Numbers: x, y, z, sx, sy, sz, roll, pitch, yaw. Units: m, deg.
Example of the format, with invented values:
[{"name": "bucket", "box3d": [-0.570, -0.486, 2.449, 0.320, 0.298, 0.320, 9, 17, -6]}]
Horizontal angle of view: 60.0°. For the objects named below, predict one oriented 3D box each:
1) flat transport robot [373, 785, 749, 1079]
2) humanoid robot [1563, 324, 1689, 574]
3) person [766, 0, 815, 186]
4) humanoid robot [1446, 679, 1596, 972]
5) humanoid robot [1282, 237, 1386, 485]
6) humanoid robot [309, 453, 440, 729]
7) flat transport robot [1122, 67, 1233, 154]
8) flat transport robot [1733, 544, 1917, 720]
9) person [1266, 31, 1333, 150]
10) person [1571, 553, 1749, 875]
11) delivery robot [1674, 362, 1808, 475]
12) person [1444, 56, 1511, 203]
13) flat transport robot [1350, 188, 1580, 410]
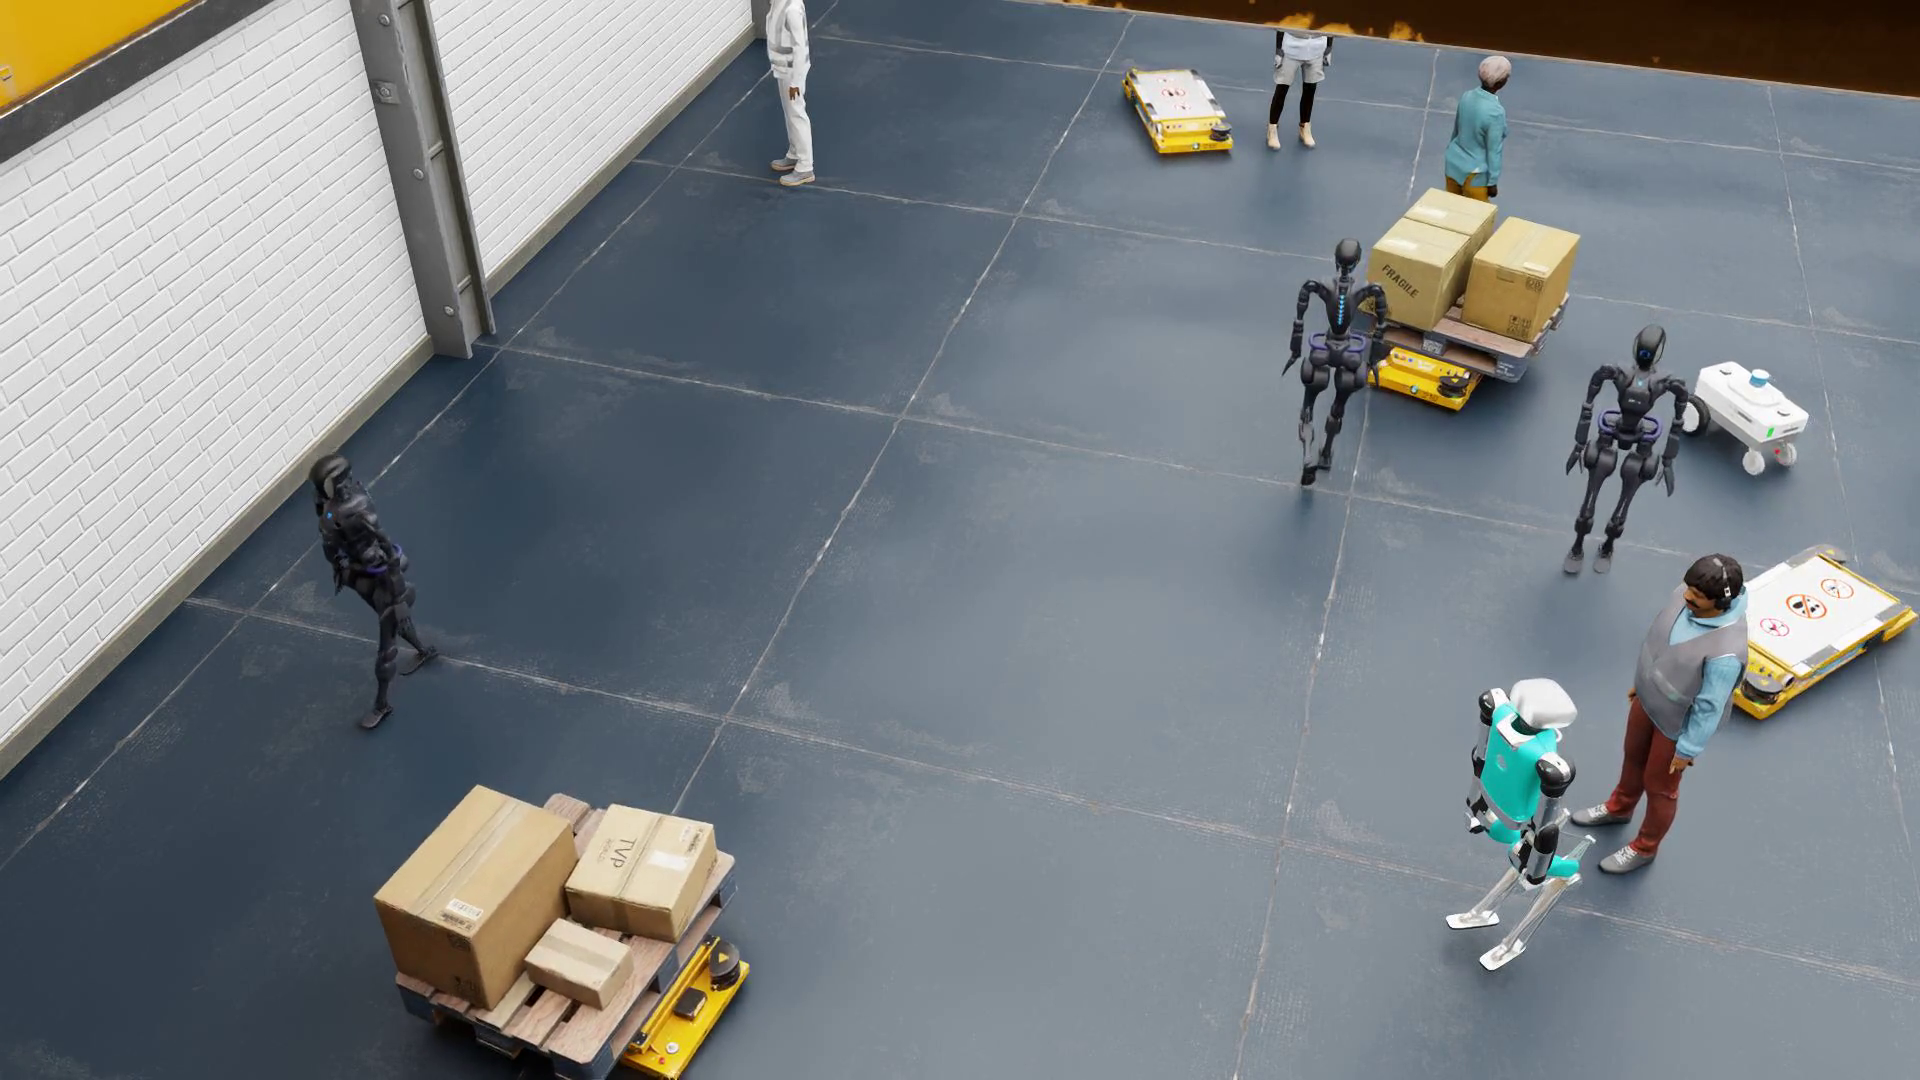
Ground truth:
[{"name": "flat transport robot", "box3d": [-1.750, 1.927, 7.607, 1.431, 0.231, 0.659, 16, 41, 19]}, {"name": "humanoid robot", "box3d": [3.806, -0.493, 9.498, 0.601, 1.653, 0.344, 15, 41, 18]}, {"name": "person", "box3d": [-1.387, -3.800, 13.443, 0.342, 1.881, 0.585, -11, 40, -13]}, {"name": "humanoid robot", "box3d": [2.539, 1.205, 7.227, 0.735, 1.677, 0.533, -13, 41, -16]}, {"name": "humanoid robot", "box3d": [2.295, -1.072, 10.217, 0.603, 1.631, 0.579, 8, 40, 10]}, {"name": "humanoid robot", "box3d": [-3.080, 0.206, 8.639, 0.591, 1.628, 0.687, 22, 44, 25]}, {"name": "flat transport robot", "box3d": [1.917, -3.837, 14.777, 0.659, 0.231, 1.431, -5, 39, -7]}, {"name": "flat transport robot", "box3d": [4.702, 0.492, 9.392, 1.431, 0.231, 0.659, -23, 44, -26]}, {"name": "person", "box3d": [2.877, -4.101, 13.972, 0.532, 1.691, 0.322, -5, 39, -6]}, {"name": "person", "box3d": [3.323, 0.803, 7.731, 0.413, 1.871, 0.539, -5, 39, -6]}, {"name": "delivery robot", "box3d": [5.116, -0.834, 10.802, 0.499, 0.580, 0.757, -14, 41, -17]}, {"name": "person", "box3d": [3.747, -2.690, 12.175, 0.343, 1.750, 0.532, -13, 41, -16]}, {"name": "flat transport robot", "box3d": [3.485, -1.413, 11.761, 0.659, 0.231, 1.431, 23, 44, 26]}]
